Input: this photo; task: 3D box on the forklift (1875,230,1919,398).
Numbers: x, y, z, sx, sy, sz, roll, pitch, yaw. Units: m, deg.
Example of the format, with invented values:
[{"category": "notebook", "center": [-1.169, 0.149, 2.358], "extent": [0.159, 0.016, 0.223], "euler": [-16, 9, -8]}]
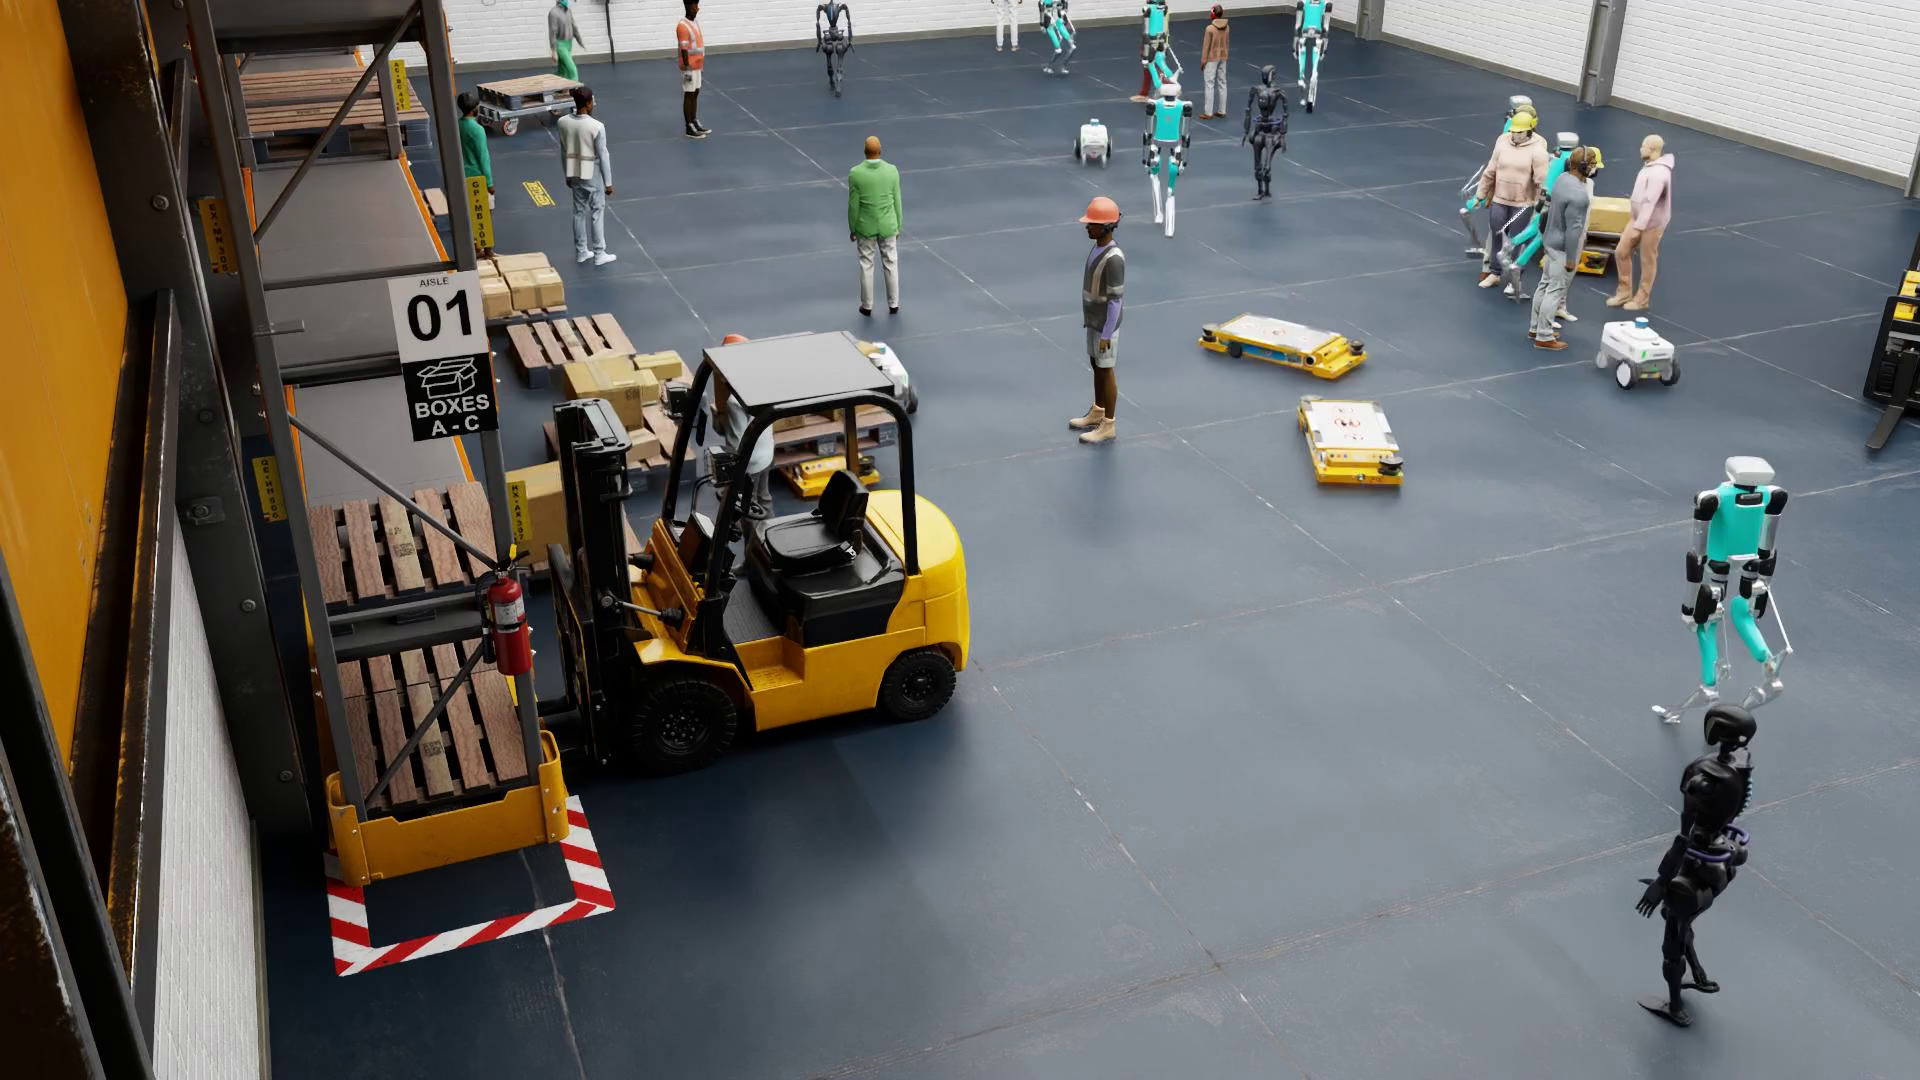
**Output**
[{"category": "forklift", "center": [9.029, -2.397, 14.618], "extent": [1.214, 2.155, 2.313], "euler": [18, 32, 32]}]

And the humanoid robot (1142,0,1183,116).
[{"category": "humanoid robot", "center": [3.011, -7.114, 24.550], "extent": [0.715, 1.806, 0.569], "euler": [24, 35, 39]}]

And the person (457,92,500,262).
[{"category": "person", "center": [-5.252, -3.903, 18.002], "extent": [0.496, 1.843, 0.404], "euler": [20, 33, 34]}]

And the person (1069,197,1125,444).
[{"category": "person", "center": [1.133, -1.787, 13.569], "extent": [0.374, 2.044, 0.604], "euler": [-4, 27, -9]}]

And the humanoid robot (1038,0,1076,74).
[{"category": "humanoid robot", "center": [1.608, -8.432, 27.055], "extent": [0.553, 1.717, 0.727], "euler": [-13, 30, -24]}]

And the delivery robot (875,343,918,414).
[{"category": "delivery robot", "center": [-0.687, -1.426, 14.478], "extent": [0.499, 0.570, 0.747], "euler": [-7, 28, -13]}]

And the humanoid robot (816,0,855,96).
[{"category": "humanoid robot", "center": [-1.952, -7.834, 26.039], "extent": [0.610, 1.624, 0.761], "euler": [1, 27, 2]}]

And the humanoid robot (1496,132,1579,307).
[{"category": "humanoid robot", "center": [5.725, -3.167, 16.744], "extent": [0.734, 1.859, 0.532], "euler": [1, 27, 2]}]

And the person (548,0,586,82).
[{"category": "person", "center": [-5.900, -7.469, 25.124], "extent": [0.821, 1.811, 0.641], "euler": [6, 27, 12]}]

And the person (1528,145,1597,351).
[{"category": "person", "center": [5.645, -2.733, 15.582], "extent": [0.368, 1.931, 0.628], "euler": [1, 27, 2]}]

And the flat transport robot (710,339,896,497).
[{"category": "flat transport robot", "center": [-1.254, -0.742, 13.462], "extent": [0.659, 0.231, 1.431], "euler": [-13, 29, -24]}]

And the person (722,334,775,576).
[{"category": "person", "center": [-1.478, -0.586, 11.515], "extent": [0.352, 1.740, 0.571], "euler": [7, 28, 14]}]

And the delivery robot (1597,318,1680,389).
[{"category": "delivery robot", "center": [6.136, -1.709, 15.072], "extent": [0.499, 0.598, 0.802], "euler": [-5, 27, -10]}]

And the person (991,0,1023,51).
[{"category": "person", "center": [0.822, -9.574, 29.232], "extent": [0.572, 1.886, 0.354], "euler": [1, 27, 3]}]

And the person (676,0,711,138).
[{"category": "person", "center": [-3.759, -6.669, 23.369], "extent": [0.374, 1.962, 0.604], "euler": [5, 27, 9]}]

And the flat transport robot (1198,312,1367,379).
[{"category": "flat transport robot", "center": [3.026, -1.838, 15.643], "extent": [1.431, 0.231, 0.659], "euler": [20, 33, 34]}]

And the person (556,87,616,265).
[{"category": "person", "center": [-4.031, -3.920, 17.966], "extent": [0.598, 1.909, 0.400], "euler": [11, 29, 20]}]

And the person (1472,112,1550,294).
[{"category": "person", "center": [5.716, -3.492, 17.171], "extent": [0.810, 1.855, 0.435], "euler": [22, 34, 37]}]

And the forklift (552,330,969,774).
[{"category": "forklift", "center": [-1.094, 0.010, 9.831], "extent": [2.313, 2.155, 1.214], "euler": [-10, 28, -20]}]

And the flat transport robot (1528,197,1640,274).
[{"category": "flat transport robot", "center": [6.886, -3.252, 18.456], "extent": [0.659, 0.231, 1.431], "euler": [12, 29, 22]}]

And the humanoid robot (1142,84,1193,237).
[{"category": "humanoid robot", "center": [2.360, -4.383, 19.095], "extent": [0.544, 1.768, 0.911], "euler": [3, 27, 6]}]

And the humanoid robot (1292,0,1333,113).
[{"category": "humanoid robot", "center": [5.248, -7.304, 24.898], "extent": [0.551, 1.760, 0.985], "euler": [4, 27, 9]}]

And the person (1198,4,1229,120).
[{"category": "person", "center": [3.751, -7.009, 24.400], "extent": [0.458, 1.644, 0.310], "euler": [-15, 30, -27]}]

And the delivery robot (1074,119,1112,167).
[{"category": "delivery robot", "center": [1.791, -5.326, 22.249], "extent": [0.499, 0.583, 0.767], "euler": [1, 27, 2]}]

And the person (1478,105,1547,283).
[{"category": "person", "center": [5.780, -3.604, 17.369], "extent": [0.566, 1.875, 0.390], "euler": [8, 28, 16]}]

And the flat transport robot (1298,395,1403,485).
[{"category": "flat transport robot", "center": [3.184, -0.828, 13.635], "extent": [0.659, 0.231, 1.431], "euler": [2, 27, 3]}]

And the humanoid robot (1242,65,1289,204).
[{"category": "humanoid robot", "center": [3.717, -4.948, 20.259], "extent": [0.615, 1.645, 0.451], "euler": [19, 32, 32]}]

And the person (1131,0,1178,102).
[{"category": "person", "center": [3.009, -7.484, 25.236], "extent": [0.788, 1.742, 0.466], "euler": [13, 30, 25]}]

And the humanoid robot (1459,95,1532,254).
[{"category": "humanoid robot", "center": [5.781, -3.979, 18.245], "extent": [0.796, 1.743, 0.530], "euler": [-2, 27, -4]}]

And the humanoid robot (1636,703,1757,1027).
[{"category": "humanoid robot", "center": [3.334, 1.474, 7.494], "extent": [0.583, 1.647, 0.359], "euler": [-22, 34, -37]}]

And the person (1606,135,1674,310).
[{"category": "person", "center": [6.786, -3.142, 16.585], "extent": [0.575, 1.755, 0.526], "euler": [-3, 27, -6]}]

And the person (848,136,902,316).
[{"category": "person", "center": [-0.841, -3.095, 16.459], "extent": [0.539, 1.784, 0.388], "euler": [-5, 27, -9]}]

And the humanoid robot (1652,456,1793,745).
[{"category": "humanoid robot", "center": [4.447, 0.453, 9.483], "extent": [0.536, 1.794, 0.835], "euler": [-4, 27, -8]}]

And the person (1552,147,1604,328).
[{"category": "person", "center": [5.975, -2.951, 16.203], "extent": [0.530, 1.760, 0.338], "euler": [-23, 34, -37]}]
